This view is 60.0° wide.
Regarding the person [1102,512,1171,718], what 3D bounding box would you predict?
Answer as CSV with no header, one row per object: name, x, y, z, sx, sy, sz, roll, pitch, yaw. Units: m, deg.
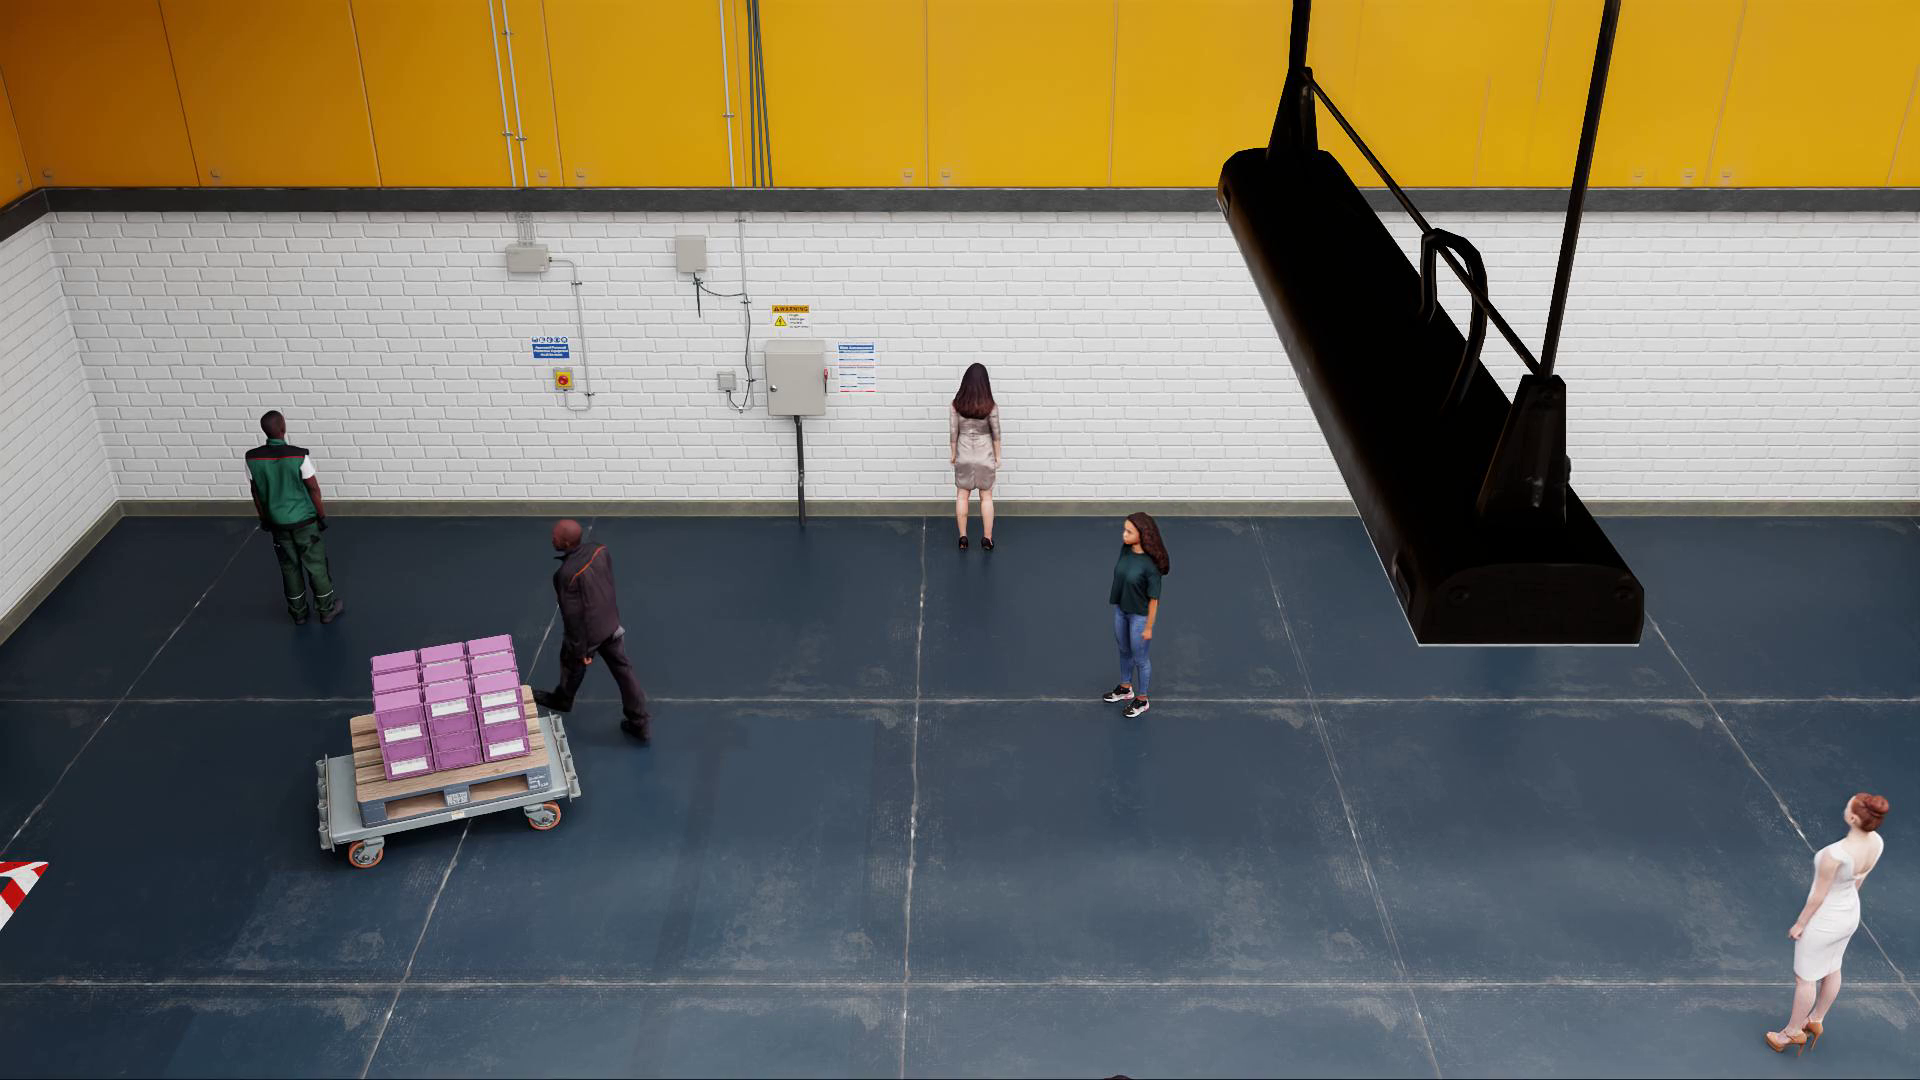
person,1.275,0.527,12.085,0.772,1.616,0.690,-17,33,-28

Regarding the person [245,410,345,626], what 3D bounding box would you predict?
person,-5.268,-0.171,13.131,0.688,1.840,0.606,-2,29,-3

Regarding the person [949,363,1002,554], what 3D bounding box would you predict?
person,0.129,-0.689,14.180,0.628,1.744,0.557,5,29,9

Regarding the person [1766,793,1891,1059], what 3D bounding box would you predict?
person,4.733,2.085,9.043,0.630,1.793,0.613,-13,31,-23

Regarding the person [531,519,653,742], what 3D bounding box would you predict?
person,-2.496,0.662,11.679,1.200,1.768,1.283,17,33,28
